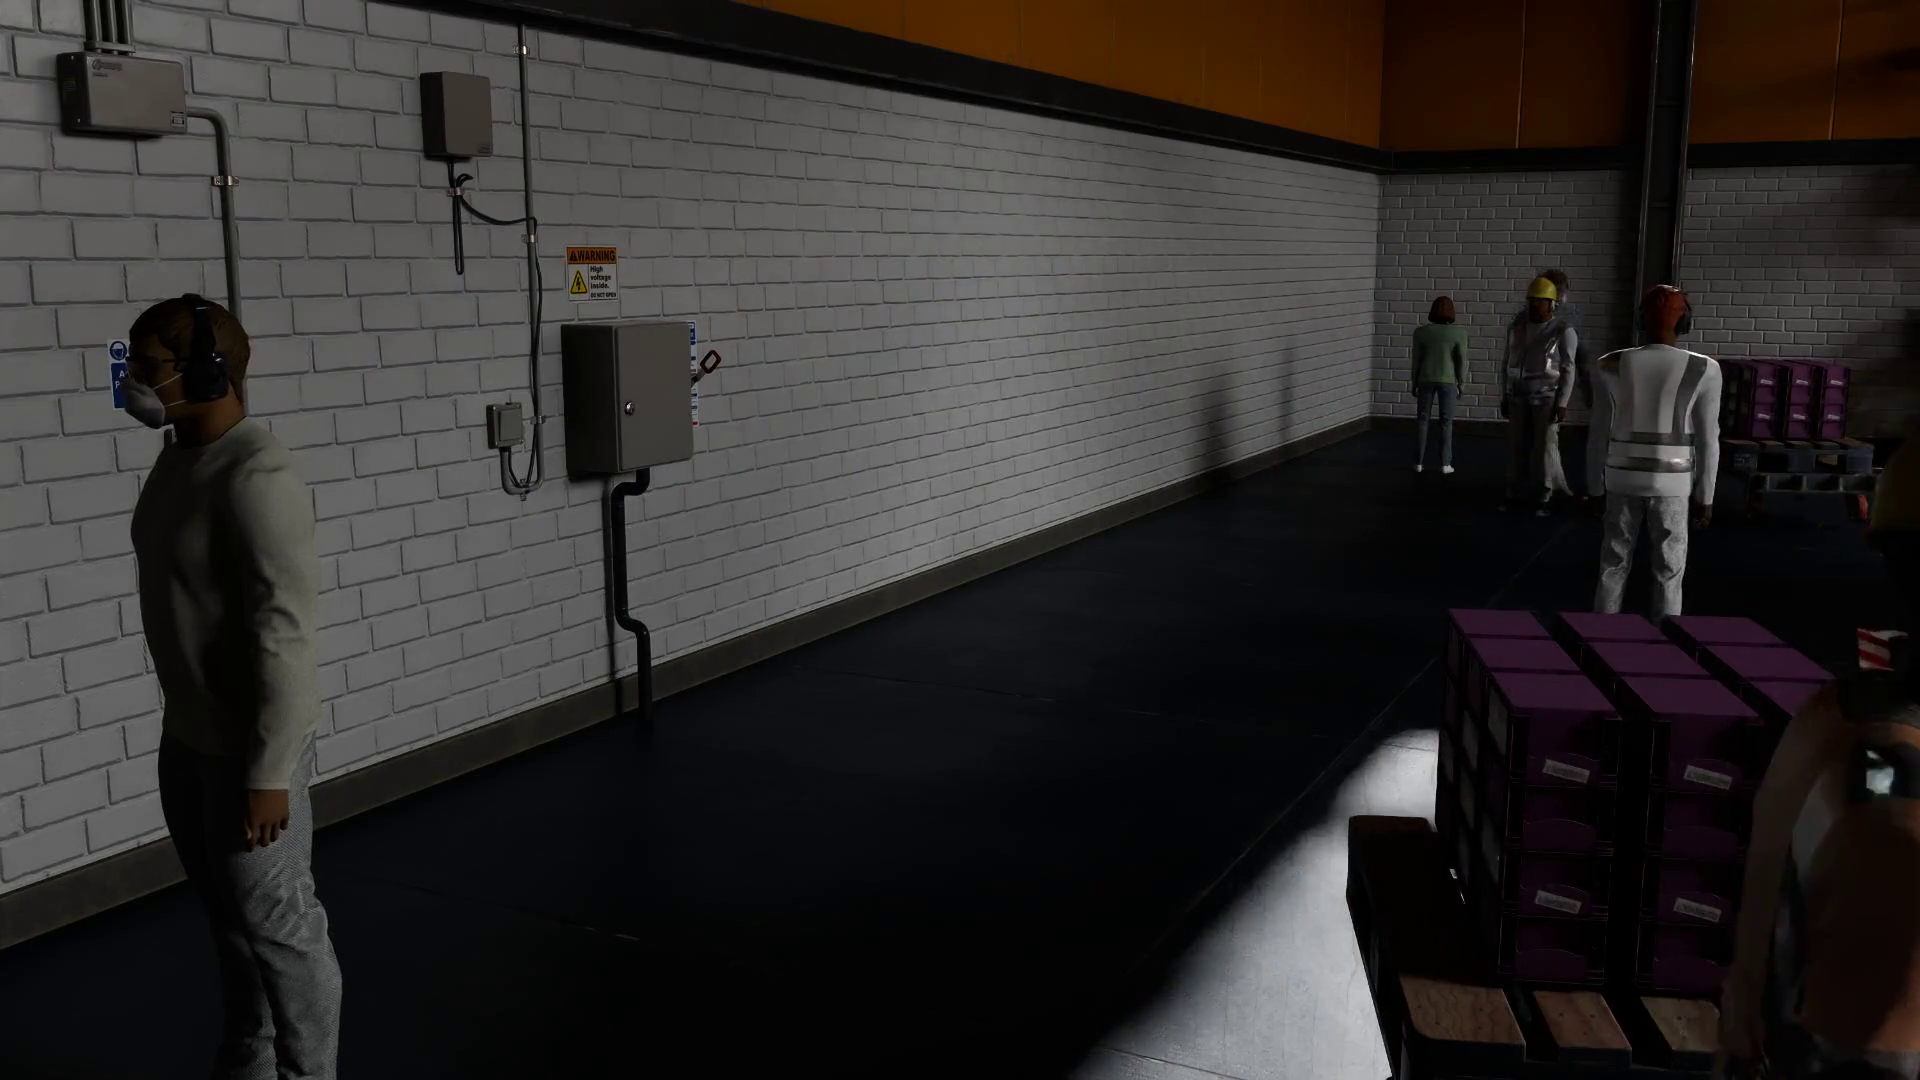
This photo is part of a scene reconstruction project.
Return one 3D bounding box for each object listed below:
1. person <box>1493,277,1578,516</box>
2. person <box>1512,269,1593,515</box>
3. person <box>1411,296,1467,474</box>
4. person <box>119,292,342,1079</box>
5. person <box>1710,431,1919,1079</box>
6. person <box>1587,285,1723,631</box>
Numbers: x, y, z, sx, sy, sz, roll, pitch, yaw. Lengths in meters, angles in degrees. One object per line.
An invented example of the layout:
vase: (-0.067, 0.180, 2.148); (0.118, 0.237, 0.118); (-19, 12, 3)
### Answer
person: (4.439, -1.105, 12.863); (0.403, 1.837, 0.590); (-8, 13, -39)
person: (4.650, -1.160, 13.021); (0.650, 1.882, 1.018); (-4, 11, -22)
person: (4.401, -1.422, 15.309); (0.497, 1.629, 0.271); (4, 11, 24)
person: (-1.586, 0.442, 3.614); (0.372, 1.940, 0.629); (-9, 13, -43)
person: (1.043, 0.782, 1.871); (0.990, 1.864, 0.577); (4, 11, 21)
person: (3.204, -0.236, 7.725); (0.578, 1.879, 0.346); (7, 12, 35)
